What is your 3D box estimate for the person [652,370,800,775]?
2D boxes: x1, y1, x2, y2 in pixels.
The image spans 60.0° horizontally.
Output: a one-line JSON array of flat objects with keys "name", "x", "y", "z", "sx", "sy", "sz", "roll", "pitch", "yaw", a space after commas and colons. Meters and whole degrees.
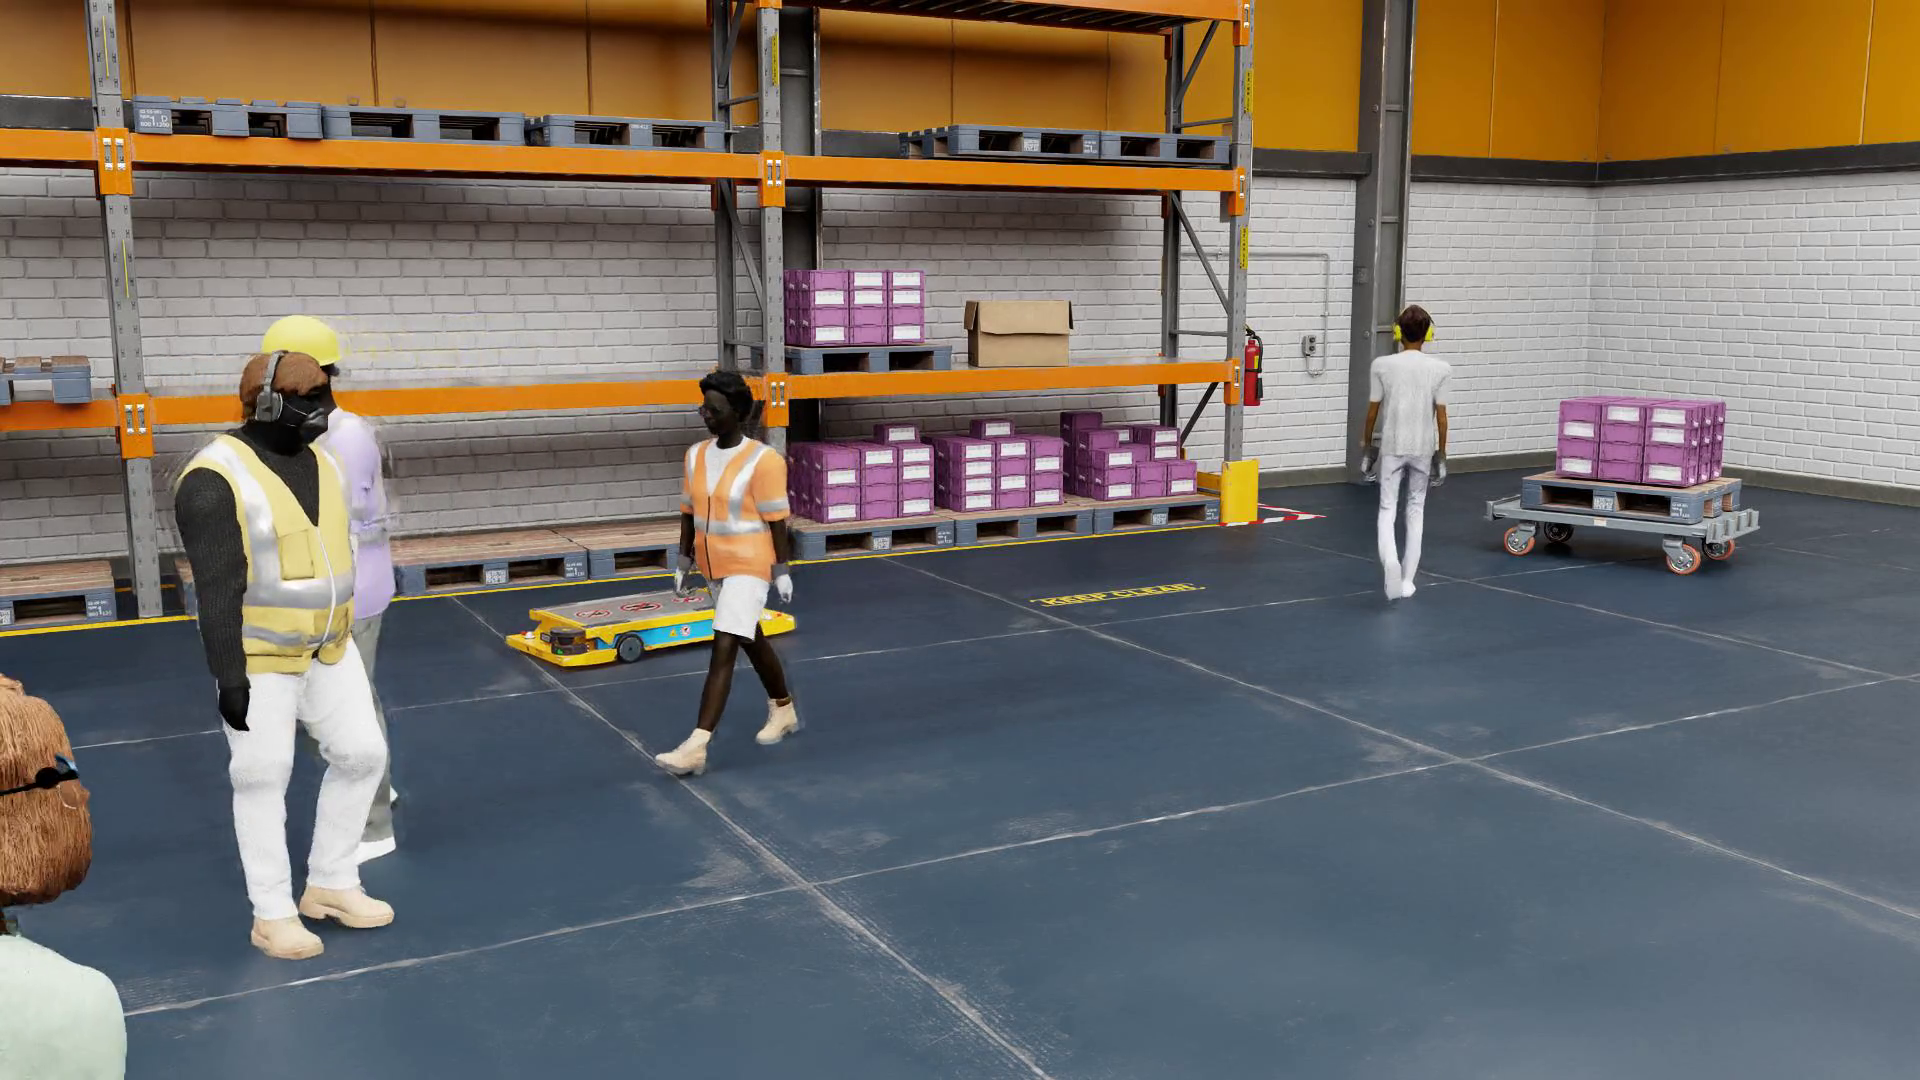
[{"name": "person", "x": -0.965, "y": 0.114, "z": 6.951, "sx": 0.544, "sy": 1.646, "sz": 0.897, "roll": 8, "pitch": 12, "yaw": 39}]

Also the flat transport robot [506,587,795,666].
[{"name": "flat transport robot", "x": -1.683, "y": 0.448, "z": 9.127, "sx": 1.431, "sy": 0.197, "sz": 0.652, "roll": -8, "pitch": 12, "yaw": -40}]

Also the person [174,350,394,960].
[{"name": "person", "x": -2.017, "y": 0.352, "z": 4.995, "sx": 0.496, "sy": 1.829, "sz": 0.674, "roll": 4, "pitch": 10, "yaw": 24}]

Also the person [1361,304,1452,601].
[{"name": "person", "x": 2.759, "y": -0.526, "z": 10.289, "sx": 0.521, "sy": 1.851, "sz": 0.720, "roll": 2, "pitch": 10, "yaw": 14}]

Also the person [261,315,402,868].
[{"name": "person", "x": -2.158, "y": 0.195, "z": 5.679, "sx": 0.416, "sy": 1.910, "sz": 0.592, "roll": -7, "pitch": 12, "yaw": -38}]

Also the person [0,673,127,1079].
[{"name": "person", "x": -1.076, "y": 0.949, "z": 1.935, "sx": 0.520, "sy": 1.620, "sz": 0.341, "roll": 4, "pitch": 10, "yaw": 25}]
